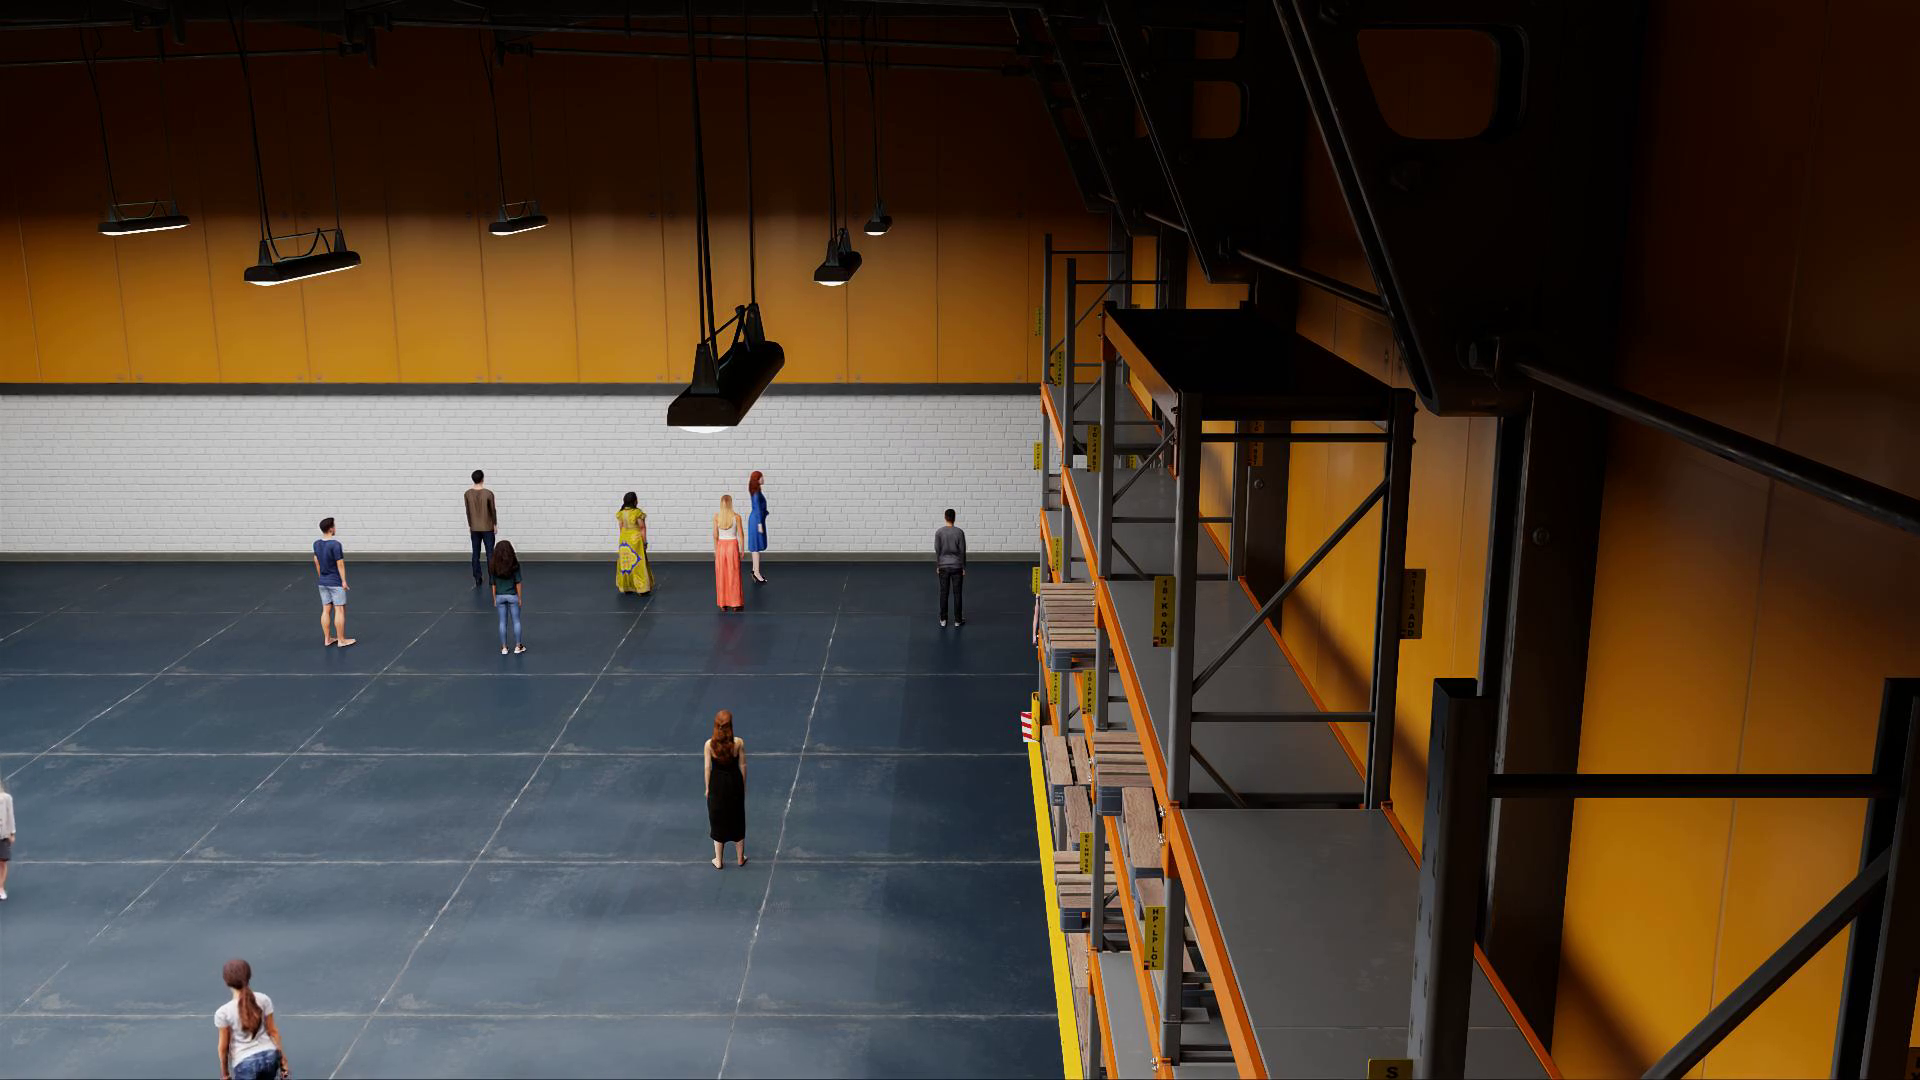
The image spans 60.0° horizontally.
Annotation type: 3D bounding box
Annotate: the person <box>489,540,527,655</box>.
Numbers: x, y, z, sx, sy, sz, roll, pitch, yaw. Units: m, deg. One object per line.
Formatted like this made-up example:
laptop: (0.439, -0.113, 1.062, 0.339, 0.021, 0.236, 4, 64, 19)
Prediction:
person: (-6.337, 0.794, 23.271, 0.581, 1.616, 0.567, 0, 14, -1)

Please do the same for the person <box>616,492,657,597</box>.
person: (-5.165, 0.045, 26.272, 0.967, 1.660, 0.938, 5, 15, 21)

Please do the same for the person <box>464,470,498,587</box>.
person: (-7.712, -0.207, 26.823, 0.645, 1.889, 0.563, 0, 14, 2)

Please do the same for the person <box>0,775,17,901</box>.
person: (-9.181, 2.785, 15.797, 0.624, 1.264, 0.672, -9, 16, -32)

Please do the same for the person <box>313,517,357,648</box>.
person: (-8.926, 0.593, 23.613, 0.690, 1.846, 0.662, 5, 15, 20)

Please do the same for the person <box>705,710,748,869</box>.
person: (-2.309, 2.451, 16.409, 0.621, 1.625, 0.636, -3, 14, -14)

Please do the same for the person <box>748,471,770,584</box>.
person: (-3.298, -0.224, 27.022, 0.706, 1.828, 0.560, -2, 14, -9)

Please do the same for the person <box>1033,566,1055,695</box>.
person: (1.171, 1.176, 21.430, 0.683, 1.740, 0.705, 9, 16, 32)

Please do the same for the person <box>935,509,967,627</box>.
person: (-0.134, 0.398, 24.596, 0.637, 1.761, 0.574, 2, 14, 7)

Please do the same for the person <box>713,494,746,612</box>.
person: (-3.543, 0.188, 25.380, 0.656, 1.802, 0.609, 2, 14, 7)

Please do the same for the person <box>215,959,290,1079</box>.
person: (-4.860, 3.694, 11.524, 1.010, 1.509, 1.117, -11, 17, -38)
